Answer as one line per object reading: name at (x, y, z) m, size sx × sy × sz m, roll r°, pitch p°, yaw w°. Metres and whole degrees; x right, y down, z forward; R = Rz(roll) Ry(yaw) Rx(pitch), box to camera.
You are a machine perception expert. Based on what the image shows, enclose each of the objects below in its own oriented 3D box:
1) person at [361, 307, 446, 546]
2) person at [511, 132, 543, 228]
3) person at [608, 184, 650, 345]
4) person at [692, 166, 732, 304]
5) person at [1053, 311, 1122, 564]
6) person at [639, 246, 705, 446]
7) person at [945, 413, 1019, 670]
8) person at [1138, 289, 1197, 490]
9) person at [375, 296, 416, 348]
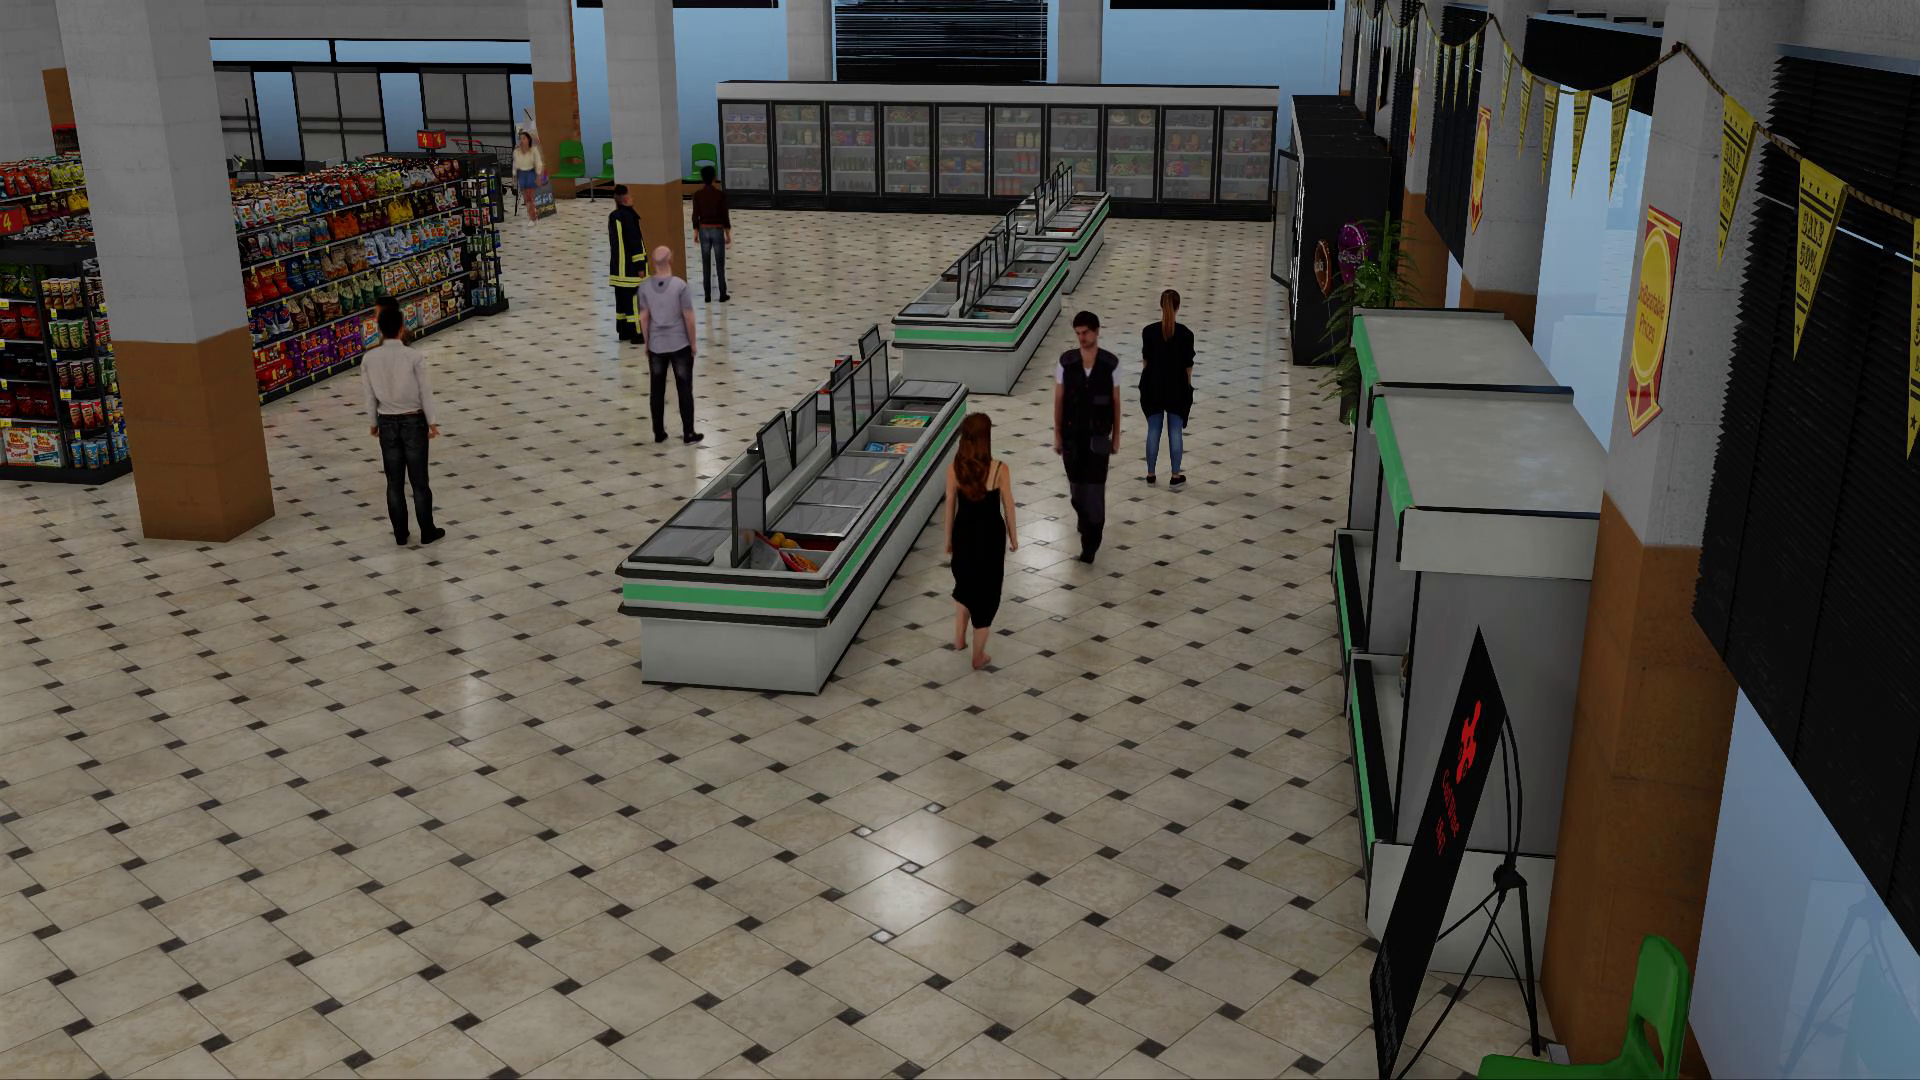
person at (-4.208, -0.853, 12.543) m, size 0.700 × 1.808 × 0.622 m, roll 0°, pitch 19°, yaw -1°
person at (-7.459, -6.238, 28.819) m, size 0.656 × 1.613 × 0.747 m, roll 5°, pitch 19°, yaw 13°
person at (-3.913, -3.260, 19.602) m, size 0.925 × 1.860 × 0.876 m, roll -14°, pitch 23°, yaw -36°
person at (-3.300, -4.062, 22.106) m, size 0.683 × 1.778 × 0.559 m, roll 0°, pitch 19°, yaw 1°
person at (0.934, -0.795, 12.379) m, size 0.620 × 1.803 × 1.198 m, roll 3°, pitch 19°, yaw 9°
person at (-2.670, -1.789, 15.273) m, size 0.653 × 1.838 × 0.559 m, roll 3°, pitch 19°, yaw 9°
person at (0.088, 0.039, 10.204) m, size 0.624 × 1.611 × 0.630 m, roll 7°, pitch 20°, yaw 20°
person at (1.732, -1.272, 13.981) m, size 0.655 × 1.683 × 0.587 m, roll 5°, pitch 19°, yaw 16°
person at (-5.041, -1.463, 14.906) m, size 0.726 × 1.454 × 0.636 m, roll -5°, pitch 19°, yaw -15°
